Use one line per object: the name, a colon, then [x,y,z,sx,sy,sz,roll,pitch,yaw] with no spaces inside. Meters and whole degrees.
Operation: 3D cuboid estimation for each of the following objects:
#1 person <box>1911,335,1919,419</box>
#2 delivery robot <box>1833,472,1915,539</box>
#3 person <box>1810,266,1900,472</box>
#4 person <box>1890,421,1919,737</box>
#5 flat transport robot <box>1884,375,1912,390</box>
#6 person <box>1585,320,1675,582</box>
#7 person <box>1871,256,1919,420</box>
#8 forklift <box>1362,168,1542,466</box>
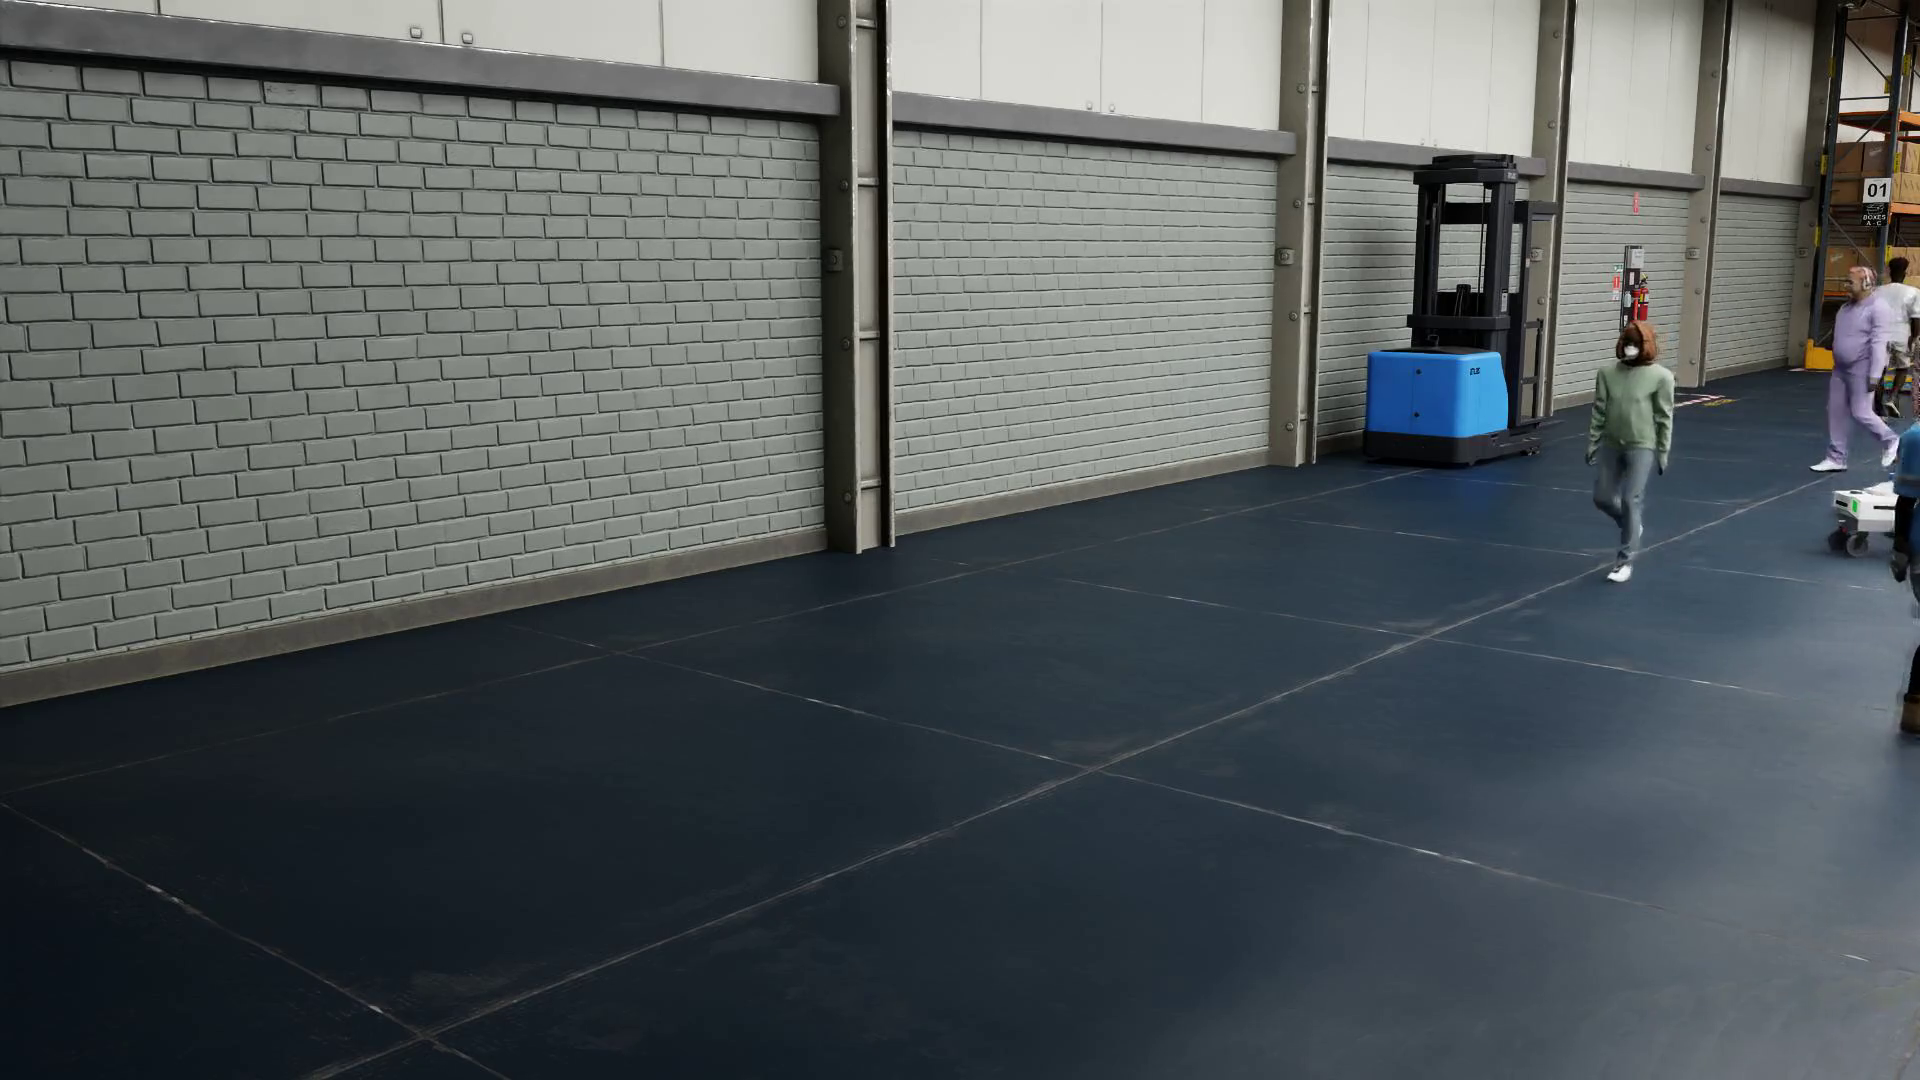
person: [7.804,-1.101,13.138,0.535,1.717,0.903,5,11,27]
delivery robot: [6.324,-0.213,11.257,0.707,0.478,0.477,1,10,5]
person: [8.275,-1.558,15.251,0.679,1.892,0.648,-2,10,-11]
person: [4.078,0.060,6.669,0.547,1.665,0.771,-2,10,-11]
flat transport robot: [13.633,-2.266,24.016,1.431,0.197,0.652,8,13,40]
person: [4.206,-0.570,10.391,0.512,1.615,0.514,-8,13,-40]
person: [11.143,-2.406,19.904,0.608,1.953,0.410,8,13,40]
forklift: [4.875,-2.212,16.287,1.129,2.768,1.873,8,13,40]
